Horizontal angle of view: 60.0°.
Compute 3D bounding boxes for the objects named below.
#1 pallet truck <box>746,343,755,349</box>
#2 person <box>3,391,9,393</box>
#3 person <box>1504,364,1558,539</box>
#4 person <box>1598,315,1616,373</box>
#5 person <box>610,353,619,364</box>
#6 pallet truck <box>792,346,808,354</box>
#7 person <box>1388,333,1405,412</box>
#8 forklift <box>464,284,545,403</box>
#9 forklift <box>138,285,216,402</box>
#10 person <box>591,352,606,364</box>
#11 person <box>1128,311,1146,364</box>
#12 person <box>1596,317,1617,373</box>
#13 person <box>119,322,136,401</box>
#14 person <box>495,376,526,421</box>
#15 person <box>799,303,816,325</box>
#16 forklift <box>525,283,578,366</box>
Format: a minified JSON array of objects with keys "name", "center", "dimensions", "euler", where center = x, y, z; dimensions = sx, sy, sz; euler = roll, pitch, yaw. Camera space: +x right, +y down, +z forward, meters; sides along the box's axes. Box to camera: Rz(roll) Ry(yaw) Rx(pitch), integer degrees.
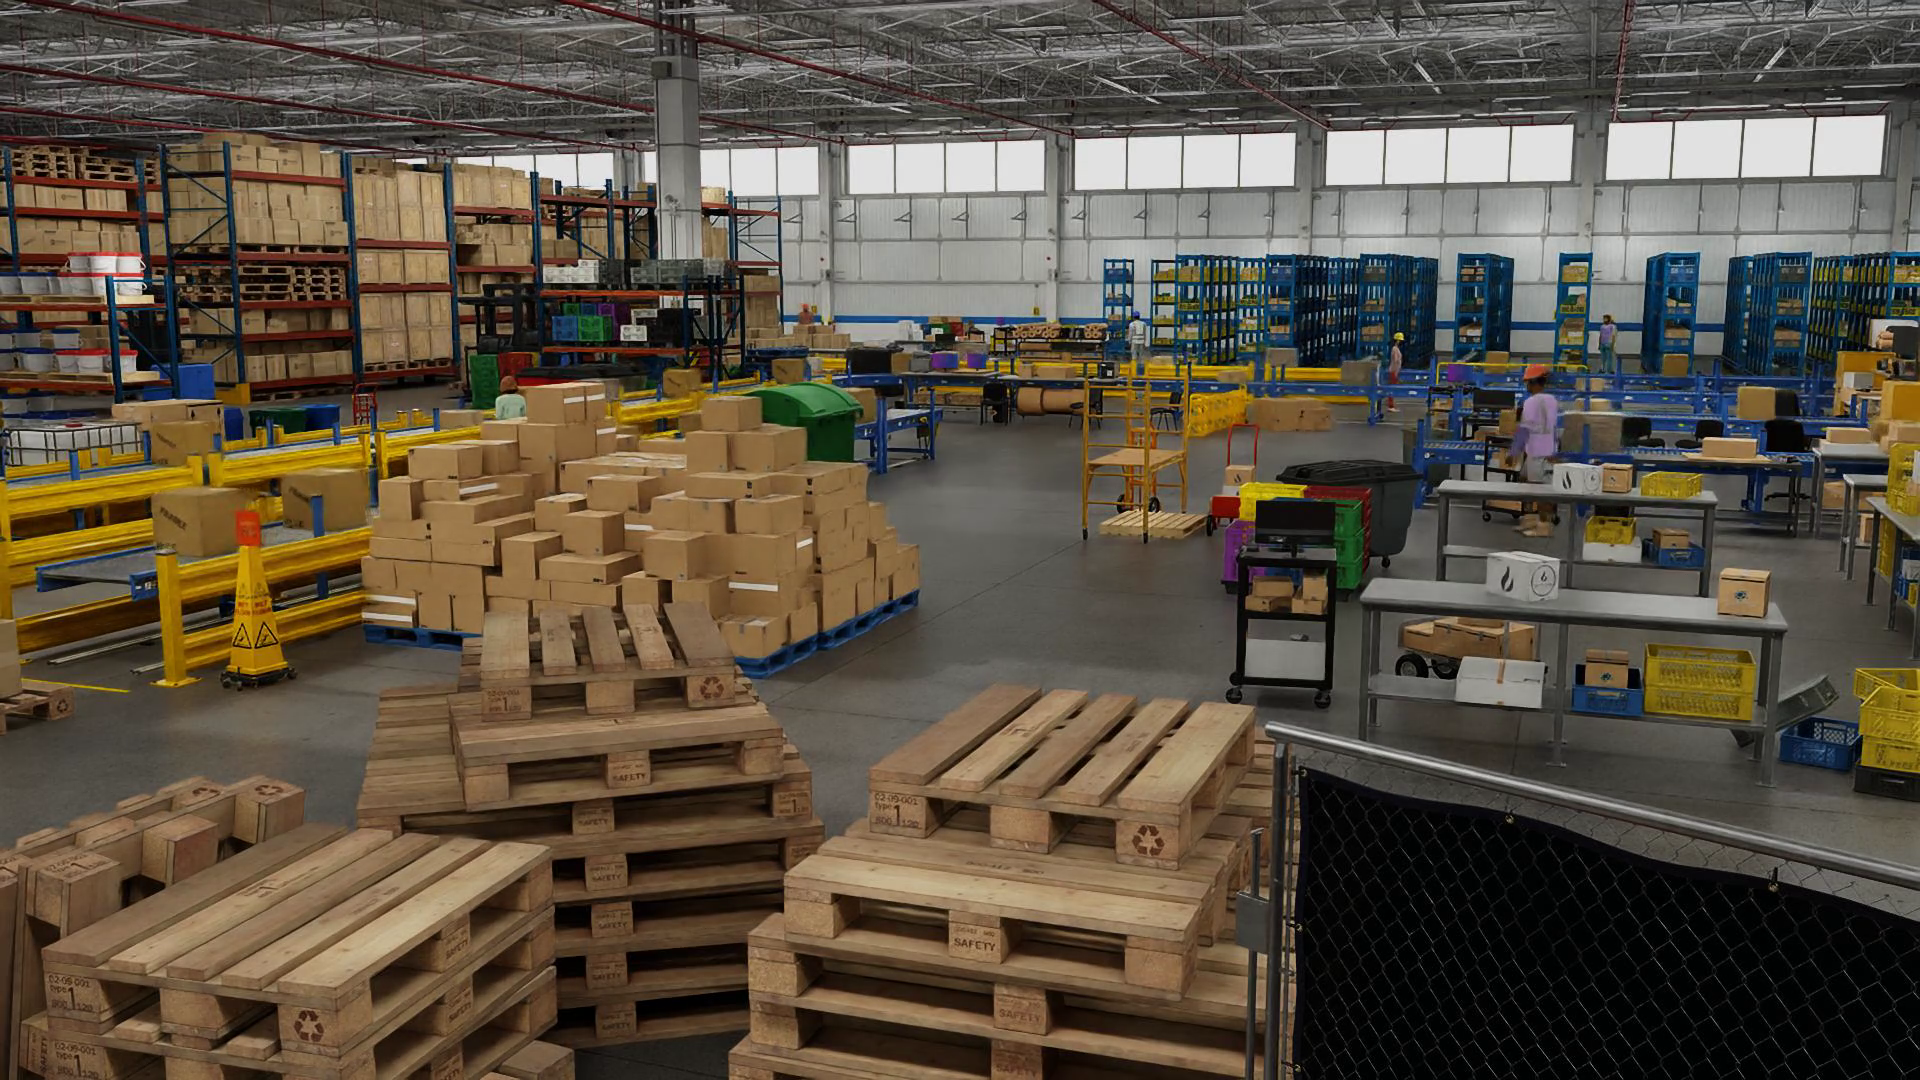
[{"name":"pallet truck","center":[-6.183,-4.618,44.264],"dimensions":[1.601,1.201,0.680],"euler":[-9,12,-43]},{"name":"person","center":[-23.071,-4.111,39.636],"dimensions":[0.438,1.677,0.547],"euler":[-3,9,-16]},{"name":"person","center":[6.602,-1.025,19.256],"dimensions":[0.683,2.014,0.636],"euler":[7,11,36]},{"name":"person","center":[19.626,-5.912,50.444],"dimensions":[0.378,1.843,0.598],"euler":[-5,10,-27]},{"name":"person","center":[-10.790,-6.048,51.704],"dimensions":[0.530,1.720,0.918],"euler":[3,10,20]},{"name":"pallet truck","center":[-3.705,-4.298,42.022],"dimensions":[0.653,1.274,1.630],"euler":[3,10,20]},{"name":"person","center":[9.691,-3.721,36.960],"dimensions":[0.329,1.763,0.523],"euler":[3,9,16]},{"name":"forklift","center":[-10.832,-4.702,39.610],"dimensions":[1.129,2.768,1.873],"euler":[3,10,20]},{"name":"forklift","center":[-17.480,-4.200,36.461],"dimensions":[1.873,2.768,1.129],"euler":[3,10,19]},{"name":"person","center":[-10.342,-5.402,47.822],"dimensions":[0.542,1.662,0.831],"euler":[-1,9,-7]},{"name":"person","center":[5.445,-6.073,51.158],"dimensions":[0.604,1.942,0.402],"euler":[-4,10,-25]},{"name":"person","center":[19.642,-5.895,50.493],"dimensions":[0.642,1.796,0.566],"euler":[-1,9,-9]},{"name":"person","center":[-20.186,-4.287,40.047],"dimensions":[0.560,1.907,0.721],"euler":[5,10,28]},{"name":"person","center":[-6.314,-1.497,23.422],"dimensions":[0.279,1.624,0.494],"euler":[7,11,37]},{"name":"person","center":[-6.001,-8.343,65.328],"dimensions":[0.699,1.967,0.597],"euler":[-2,9,-11]},{"name":"forklift","center":[-11.176,-5.525,44.778],"dimensions":[1.129,2.768,1.873],"euler":[3,10,20]}]
